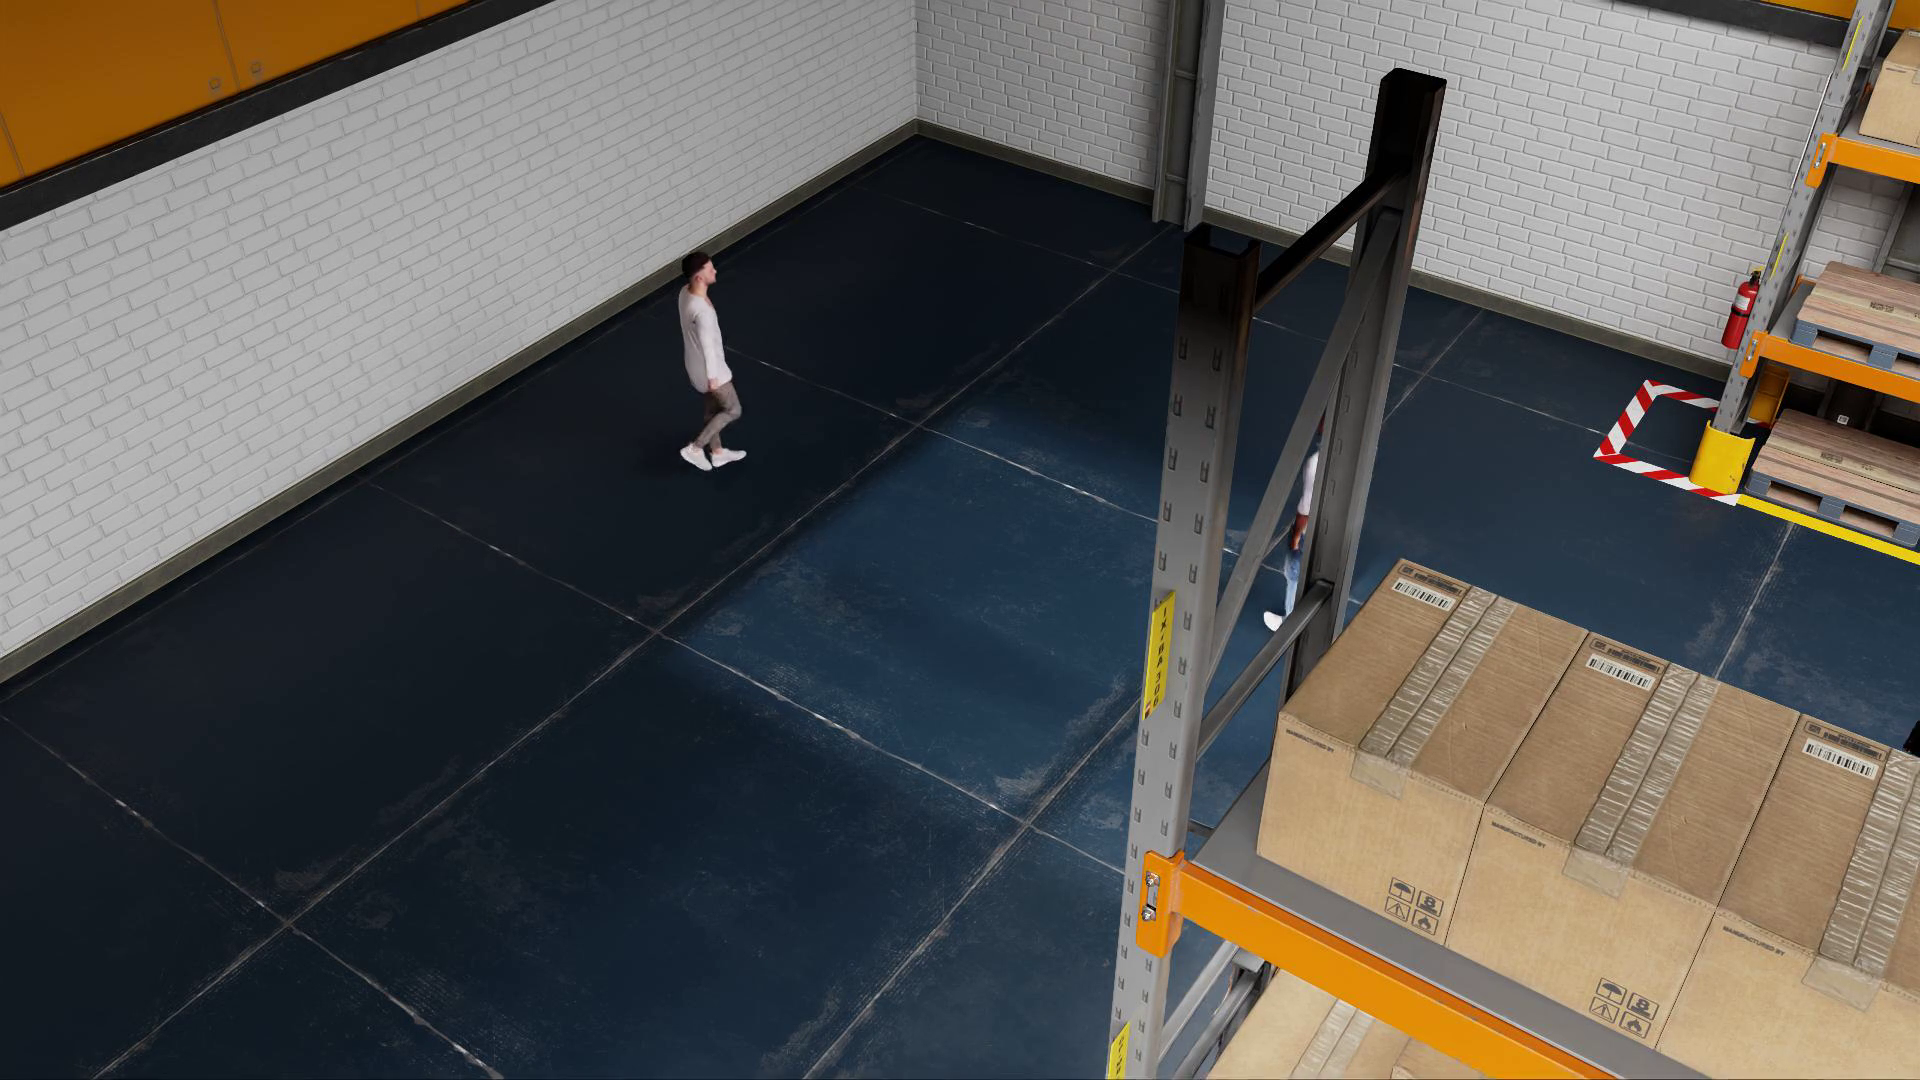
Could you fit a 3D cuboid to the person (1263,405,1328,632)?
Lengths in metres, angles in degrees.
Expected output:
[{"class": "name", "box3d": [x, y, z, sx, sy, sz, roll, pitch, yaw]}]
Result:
[{"class": "person", "box3d": [2.354, -0.126, 10.739, 0.722, 1.813, 0.709, -24, 45, -27]}]

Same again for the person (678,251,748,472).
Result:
[{"class": "person", "box3d": [-1.910, -1.267, 12.152, 0.926, 1.833, 0.866, -14, 41, -17]}]
